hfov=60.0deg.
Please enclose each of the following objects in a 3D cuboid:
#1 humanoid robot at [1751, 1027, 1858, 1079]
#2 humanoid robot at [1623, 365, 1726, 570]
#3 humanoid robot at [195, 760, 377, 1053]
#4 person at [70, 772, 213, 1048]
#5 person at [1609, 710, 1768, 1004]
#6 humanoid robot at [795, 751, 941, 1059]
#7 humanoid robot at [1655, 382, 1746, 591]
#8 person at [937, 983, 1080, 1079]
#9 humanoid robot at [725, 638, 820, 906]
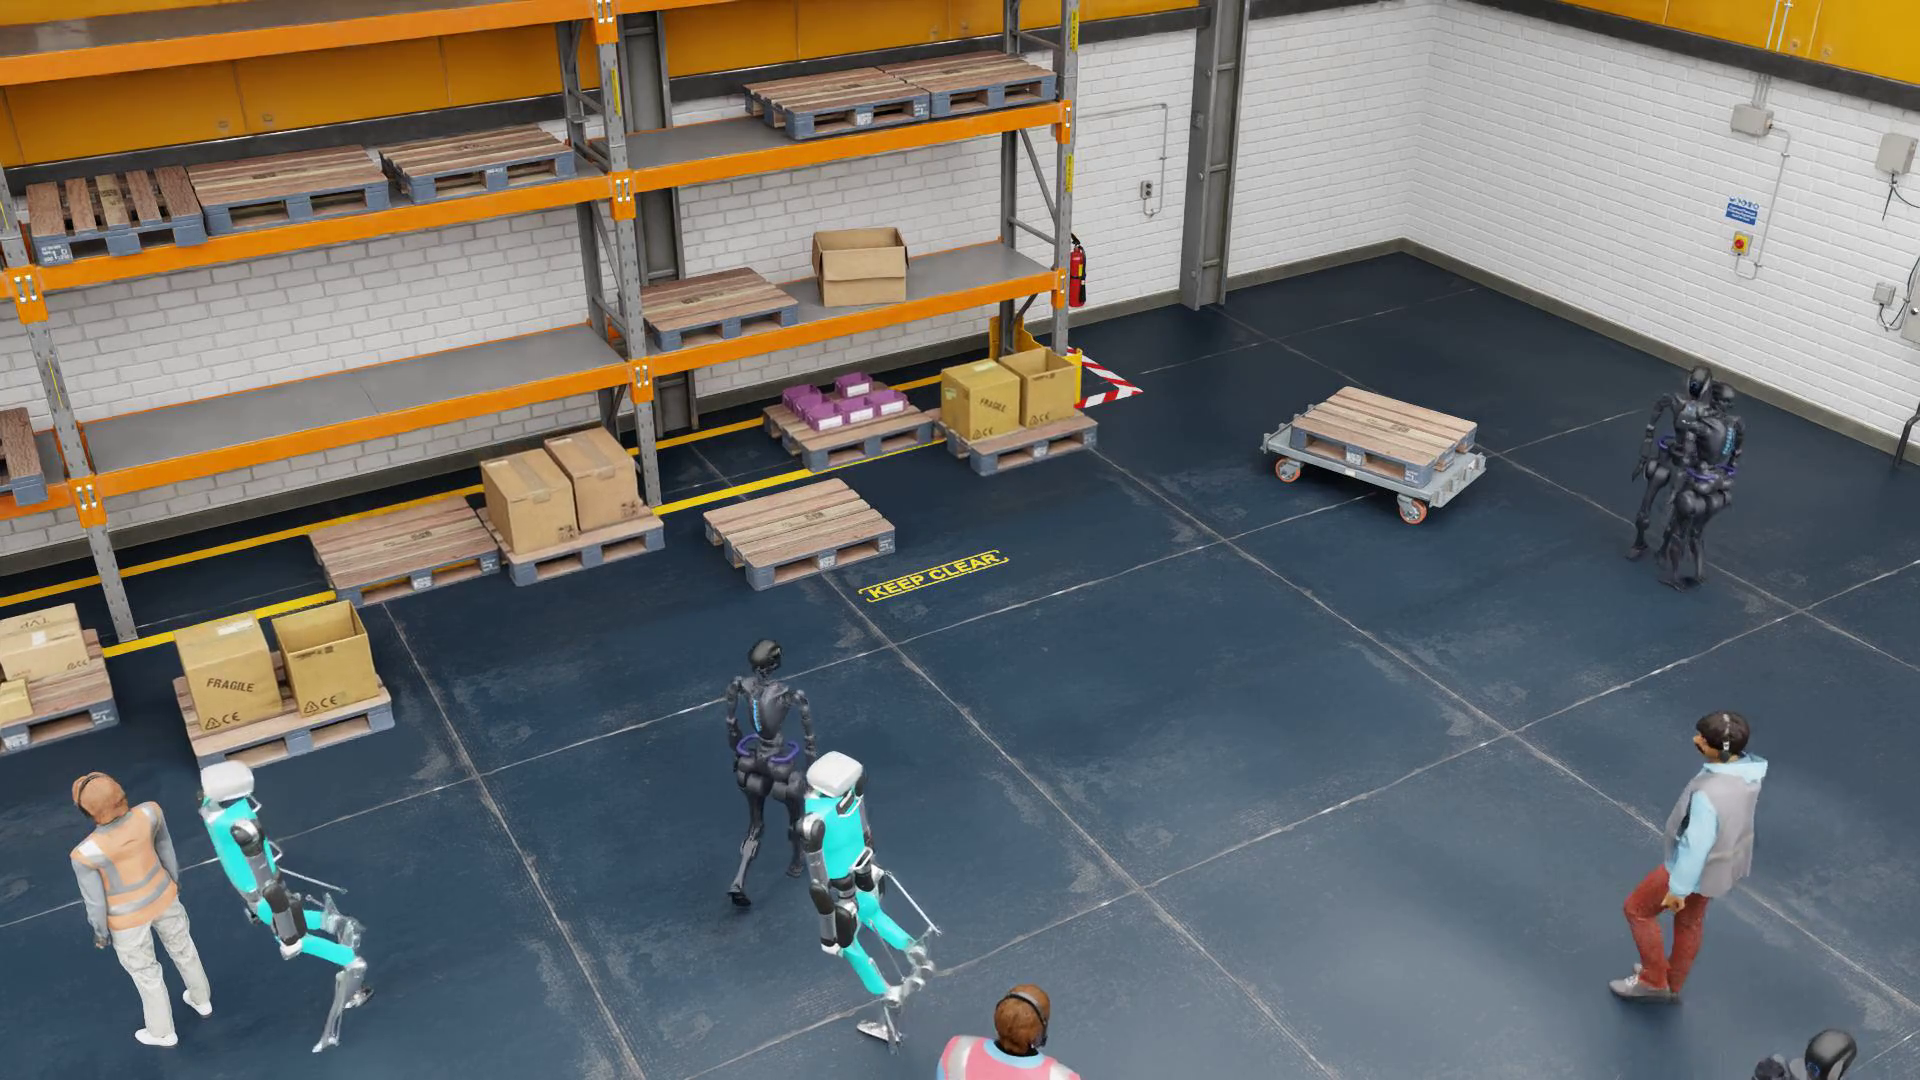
[{"bbox_3d":[3.486,2.632,6.886,0.340,1.646,0.593,-22,36,-33],"label":"humanoid robot"},{"bbox_3d":[5.387,-0.553,12.527,0.585,1.652,0.340,18,34,28],"label":"humanoid robot"},{"bbox_3d":[-3.253,1.777,8.372,0.796,1.815,0.545,-26,39,-38],"label":"humanoid robot"},{"bbox_3d":[-4.101,1.844,8.315,0.309,1.639,0.514,14,33,24],"label":"person"},{"bbox_3d":[3.733,1.633,8.464,0.587,1.867,0.511,-21,36,-33],"label":"person"},{"bbox_3d":[-0.395,1.917,8.216,0.714,1.904,0.540,12,32,21],"label":"humanoid robot"},{"bbox_3d":[5.449,-0.373,12.209,0.609,1.637,0.401,-10,31,-17],"label":"humanoid robot"},{"bbox_3d":[0.218,2.564,6.852,0.630,1.835,0.432,11,31,19],"label":"person"},{"bbox_3d":[-1.081,1.301,9.264,0.590,1.641,0.692,11,31,19],"label":"humanoid robot"}]
